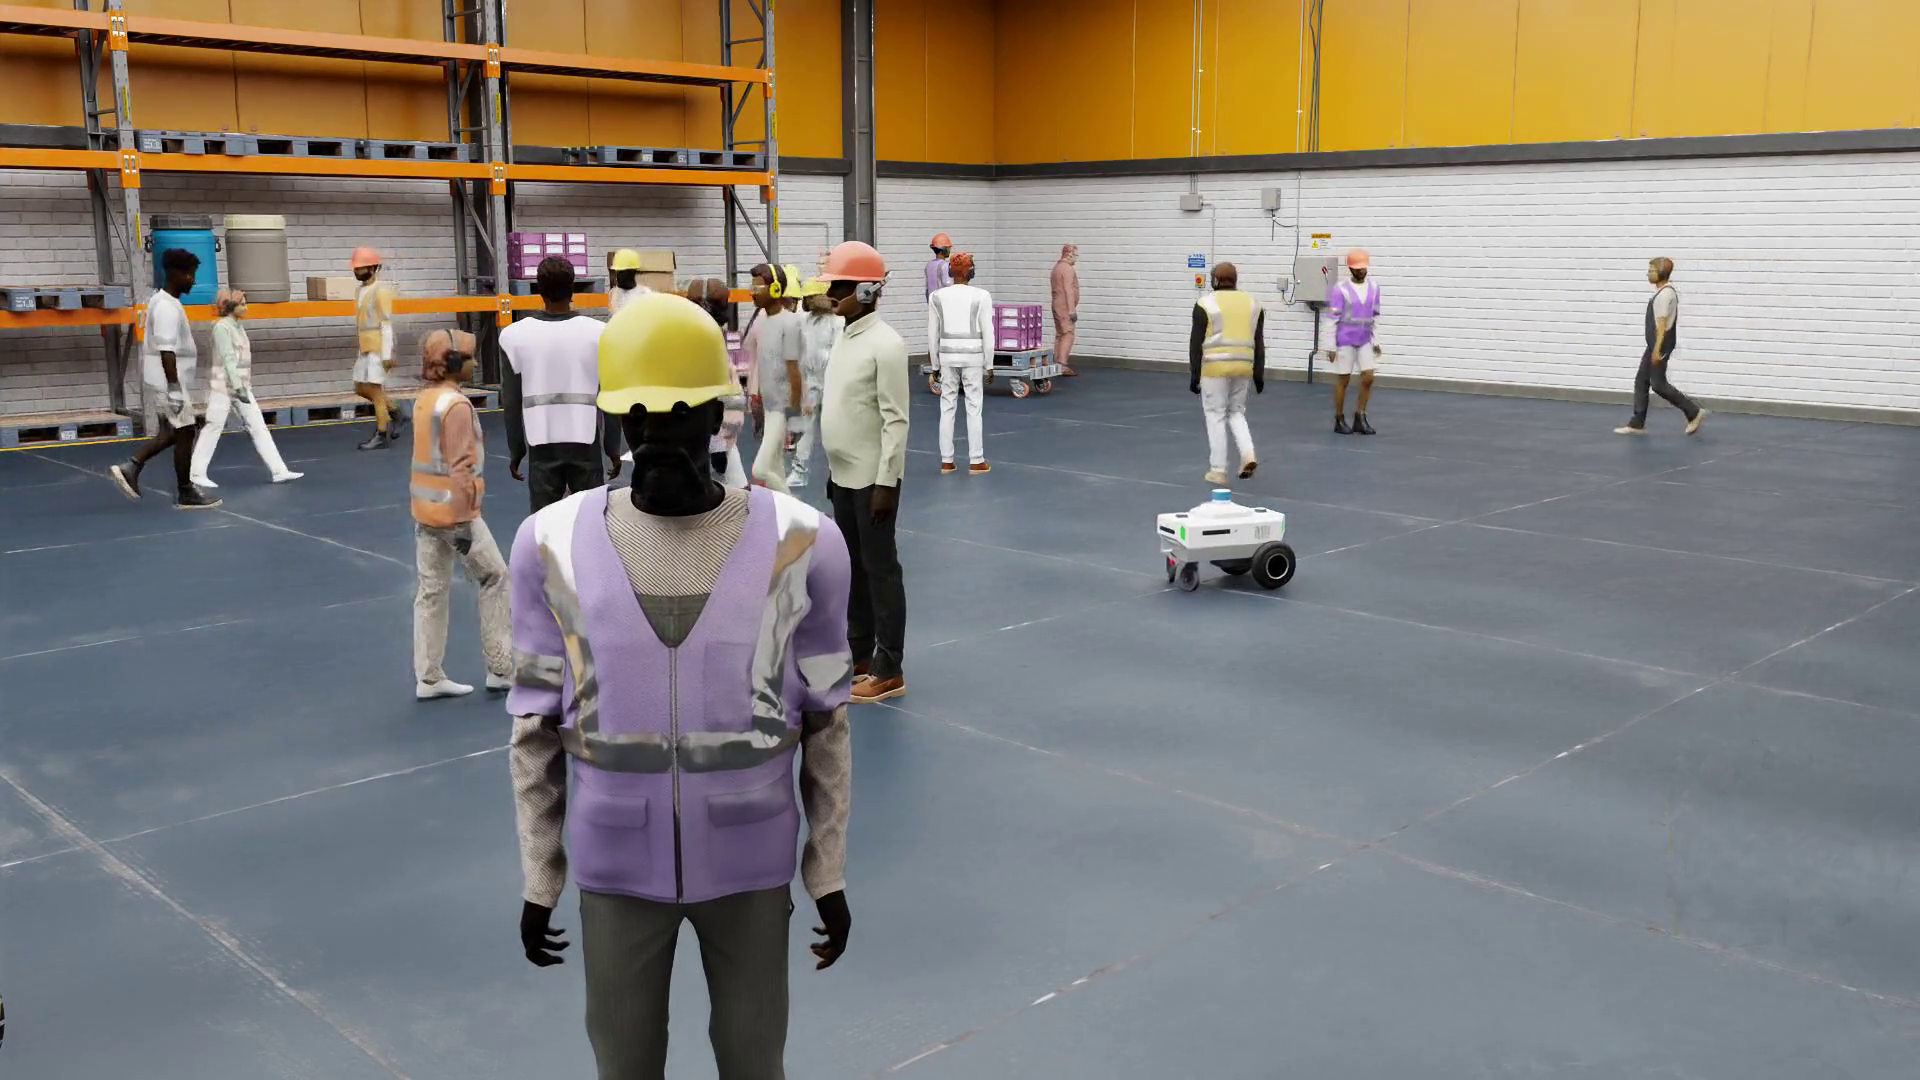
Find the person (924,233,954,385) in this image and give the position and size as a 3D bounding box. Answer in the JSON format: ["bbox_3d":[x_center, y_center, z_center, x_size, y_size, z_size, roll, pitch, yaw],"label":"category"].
[{"bbox_3d":[-0.241,-3.100,22.432,0.365,2.048,0.608,-7,12,-32],"label":"person"}]

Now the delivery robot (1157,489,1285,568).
[{"bbox_3d":[1.506,-0.050,9.616,0.707,0.478,0.477,-4,11,-20],"label":"delivery robot"}]

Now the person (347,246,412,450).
[{"bbox_3d":[-5.508,-1.813,15.748,0.533,1.921,0.558,-10,14,-43],"label":"person"}]

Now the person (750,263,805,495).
[{"bbox_3d":[-1.176,-0.801,10.426,0.403,1.852,0.548,-5,12,-27],"label":"person"}]

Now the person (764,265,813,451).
[{"bbox_3d":[-1.557,-1.679,15.464,0.527,1.749,0.570,0,10,1],"label":"person"}]

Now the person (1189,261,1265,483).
[{"bbox_3d":[2.181,-1.358,13.586,0.634,1.816,0.486,-4,11,-20],"label":"person"}]

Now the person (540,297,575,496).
[{"bbox_3d":[-3.078,-1.142,12.882,0.498,1.634,0.280,6,12,29],"label":"person"}]

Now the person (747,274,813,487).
[{"bbox_3d":[-1.300,-1.013,11.870,0.475,1.742,0.552,-7,13,-34],"label":"person"}]

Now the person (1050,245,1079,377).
[{"bbox_3d":[1.489,-3.297,23.953,0.440,1.887,0.675,-3,11,-15],"label":"person"}]

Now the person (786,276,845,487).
[{"bbox_3d":[-1.090,-1.290,13.526,0.494,1.694,0.894,6,12,31],"label":"person"}]

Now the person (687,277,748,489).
[{"bbox_3d":[-1.448,-0.582,9.406,0.971,1.796,0.644,-1,10,-3],"label":"person"}]

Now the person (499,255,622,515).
[{"bbox_3d":[-2.027,-0.485,8.515,0.590,1.922,0.392,-2,11,-10],"label":"person"}]

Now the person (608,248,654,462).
[{"bbox_3d":[-2.916,-1.672,15.023,0.608,1.907,0.555,9,14,40],"label":"person"}]

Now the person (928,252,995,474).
[{"bbox_3d":[0.018,-1.493,14.115,0.574,1.885,0.355,3,11,16],"label":"person"}]

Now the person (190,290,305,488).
[{"bbox_3d":[-5.836,-1.208,13.364,0.878,1.591,0.526,0,10,-2],"label":"person"}]

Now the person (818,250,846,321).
[{"bbox_3d":[-1.416,-2.158,17.816,0.982,1.855,0.652,-6,12,-32],"label":"person"}]

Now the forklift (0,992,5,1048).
[{"bbox_3d":[-3.245,0.323,3.363,2.313,2.155,1.214,2,11,13],"label":"forklift"}]

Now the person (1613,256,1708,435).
[{"bbox_3d":[7.071,-1.925,16.662,0.800,1.822,0.516,3,11,16],"label":"person"}]

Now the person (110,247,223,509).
[{"bbox_3d":[-5.848,-1.166,12.186,0.686,1.936,0.668,-5,11,-24],"label":"person"}]

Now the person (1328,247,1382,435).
[{"bbox_3d":[3.991,-1.991,16.784,0.573,1.898,0.664,-4,11,-19],"label":"person"}]

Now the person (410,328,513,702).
[{"bbox_3d":[-2.119,-0.108,7.257,0.650,1.612,0.547,-8,13,-36],"label":"person"}]

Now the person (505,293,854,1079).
[{"bbox_3d":[-0.475,0.546,2.878,0.592,1.926,0.366,-1,10,-5],"label":"person"}]

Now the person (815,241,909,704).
[{"bbox_3d":[-0.436,-0.292,7.260,0.379,1.996,0.609,-5,12,-27],"label":"person"}]
